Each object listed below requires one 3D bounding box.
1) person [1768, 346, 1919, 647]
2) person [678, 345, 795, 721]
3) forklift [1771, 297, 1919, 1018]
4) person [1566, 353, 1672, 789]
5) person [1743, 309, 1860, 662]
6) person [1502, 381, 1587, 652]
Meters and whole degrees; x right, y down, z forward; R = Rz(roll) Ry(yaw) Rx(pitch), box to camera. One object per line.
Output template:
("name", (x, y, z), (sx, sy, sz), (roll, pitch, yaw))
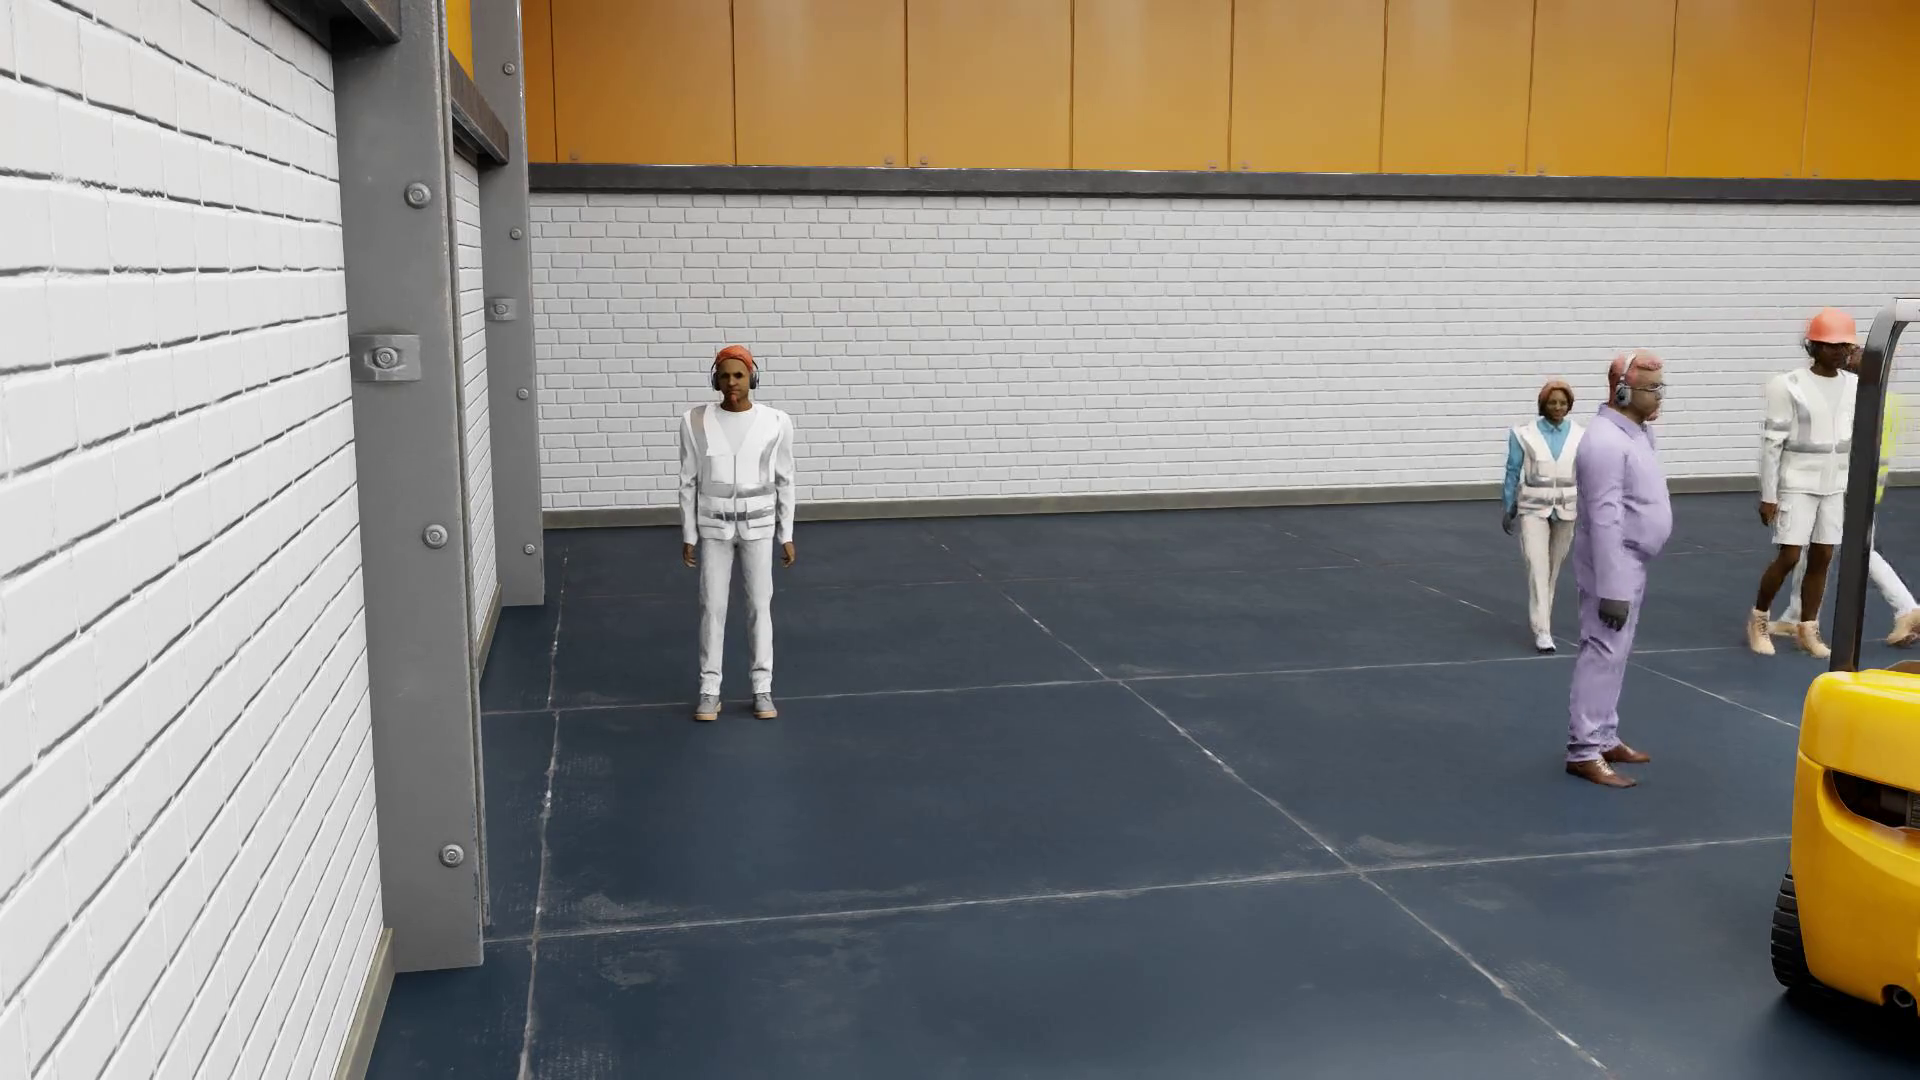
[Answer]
("person", (5.370, -0.257, 9.962), (0.635, 1.811, 0.876), (-8, 12, -40))
("person", (-1.115, -0.029, 8.339), (0.574, 1.882, 0.361), (-1, 9, -6))
("forklift", (3.542, 0.334, 5.177), (2.313, 2.155, 1.214), (-9, 13, -43))
("person", (2.934, 0.131, 7.372), (0.393, 1.898, 0.683), (6, 11, 32))
("person", (4.924, -0.313, 9.627), (0.610, 2.033, 0.537), (-2, 9, -9))
("person", (3.554, -0.159, 9.998), (0.534, 1.588, 0.857), (1, 9, 6))
